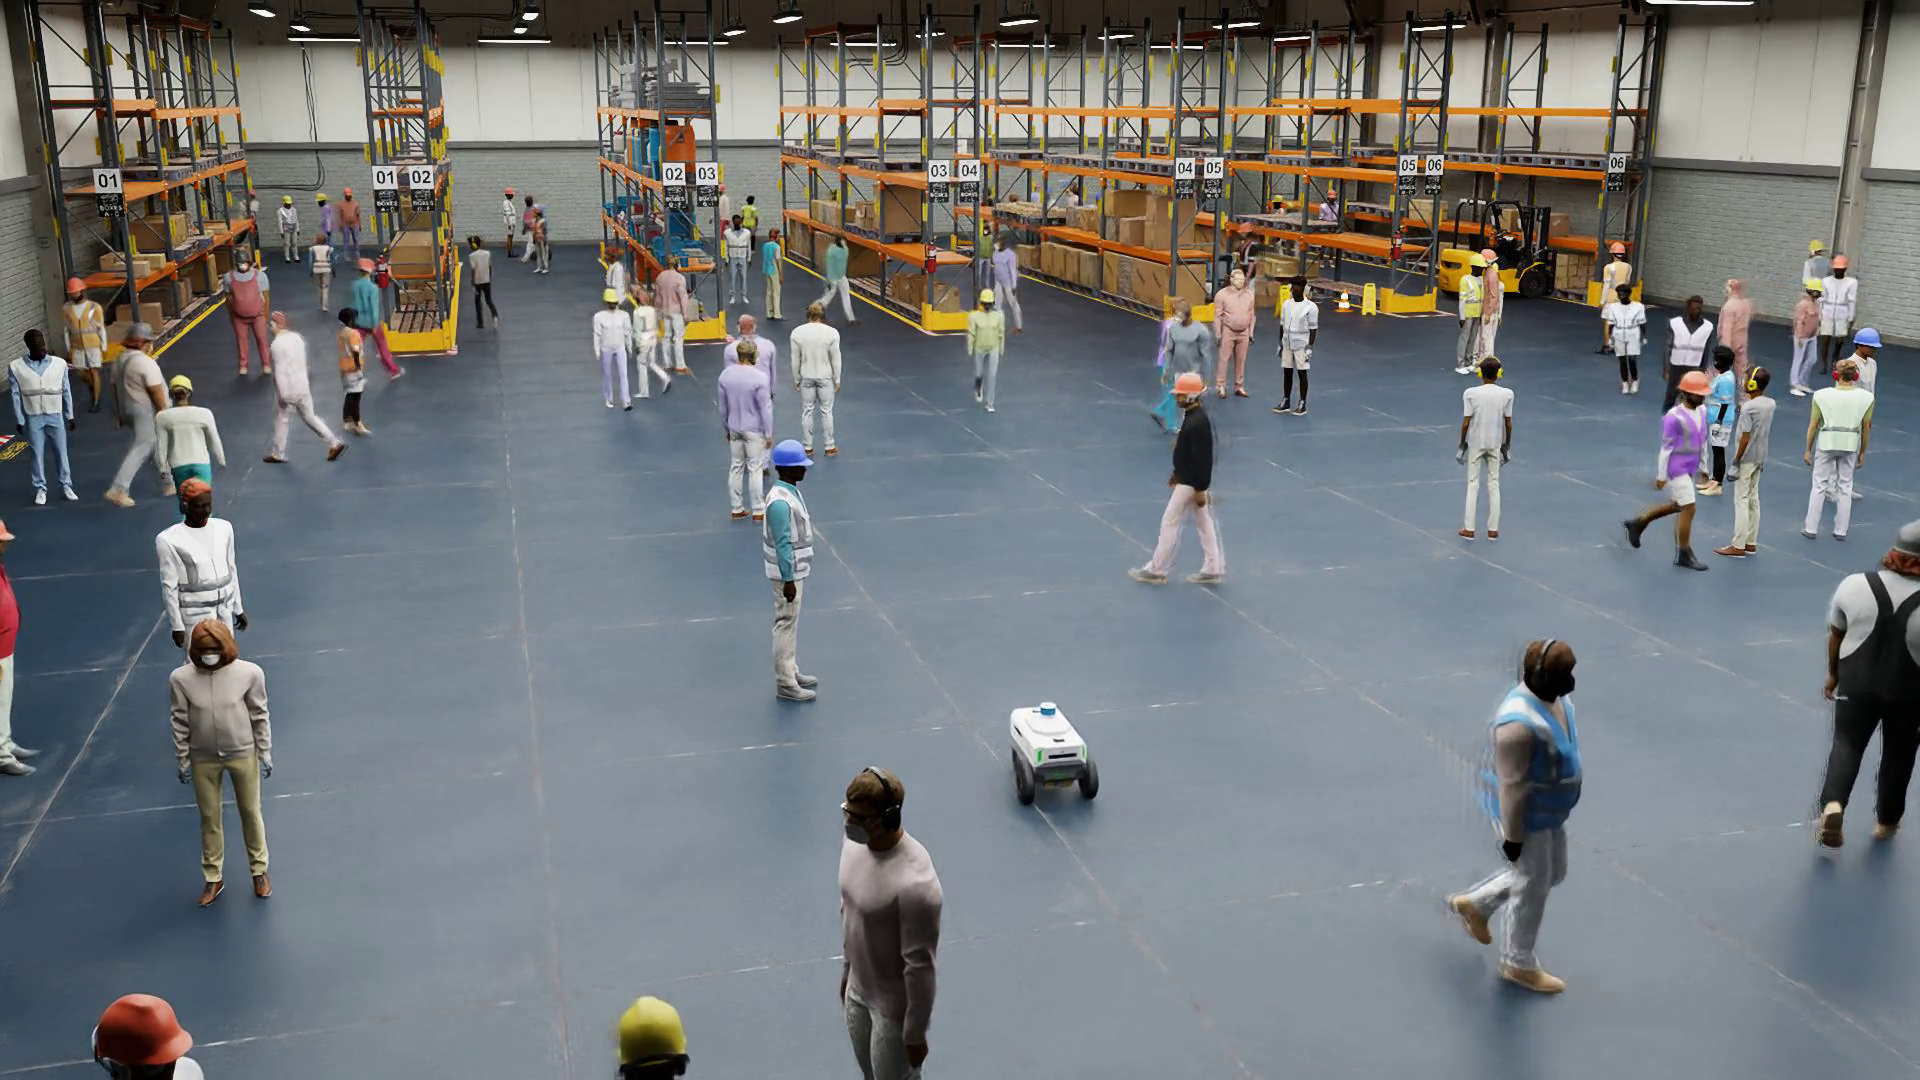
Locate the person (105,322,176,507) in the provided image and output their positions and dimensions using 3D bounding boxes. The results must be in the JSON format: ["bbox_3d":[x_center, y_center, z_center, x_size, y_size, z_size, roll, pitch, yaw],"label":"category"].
[{"bbox_3d":[-9.045,-1.422,18.288,0.696,2.000,1.003,12,19,37],"label":"person"}]

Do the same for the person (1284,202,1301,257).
[{"bbox_3d":[8.819,-8.115,44.139,0.486,1.690,0.813,0,15,1],"label":"person"}]

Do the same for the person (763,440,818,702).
[{"bbox_3d":[-1.256,0.216,12.301,0.391,1.948,0.605,0,15,-1],"label":"person"}]

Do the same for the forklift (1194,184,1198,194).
[{"bbox_3d":[7.392,-11.333,53.972,1.873,2.768,1.129,-4,15,-15],"label":"forklift"}]

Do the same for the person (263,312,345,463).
[{"bbox_3d":[-8.077,-1.846,20.249,0.933,1.861,0.690,2,15,8],"label":"person"}]

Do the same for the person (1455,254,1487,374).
[{"bbox_3d":[8.295,-3.653,26.903,0.595,1.923,0.379,-12,19,-38],"label":"person"}]

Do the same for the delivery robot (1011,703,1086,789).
[{"bbox_3d":[0.565,1.292,10.741,0.477,0.478,0.707,-3,15,-12],"label":"delivery robot"}]

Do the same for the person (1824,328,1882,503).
[{"bbox_3d":[9.822,-1.367,18.289,0.602,1.940,0.415,-10,18,-33],"label":"person"}]

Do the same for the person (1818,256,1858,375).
[{"bbox_3d":[14.061,-3.604,26.727,0.576,1.919,0.398,9,17,31],"label":"person"}]

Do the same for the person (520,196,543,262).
[{"bbox_3d":[-11.653,-8.493,45.406,0.646,1.787,0.933,12,19,38],"label":"person"}]

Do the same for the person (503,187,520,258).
[{"bbox_3d":[-12.585,-8.892,46.594,0.355,1.938,0.545,-1,15,-5],"label":"person"}]

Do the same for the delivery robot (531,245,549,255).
[{"bbox_3d":[-11.644,-8.057,45.924,0.477,0.478,0.707,-10,18,-33],"label":"delivery robot"}]

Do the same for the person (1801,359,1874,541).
[{"bbox_3d":[8.797,-0.893,16.693,0.562,1.838,0.388,4,15,16],"label":"person"}]

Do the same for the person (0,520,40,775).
[{"bbox_3d":[-6.323,0.676,10.947,0.347,1.747,0.573,-6,16,-21],"label":"person"}]

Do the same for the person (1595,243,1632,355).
[{"bbox_3d":[11.328,-4.181,28.869,0.552,1.935,0.366,-5,16,-19],"label":"person"}]

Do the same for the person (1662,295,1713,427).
[{"bbox_3d":[9.557,-2.307,21.938,0.592,1.881,0.959,4,15,13],"label":"person"}]

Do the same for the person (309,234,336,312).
[{"bbox_3d":[-13.371,-5.611,34.914,0.519,1.590,0.855,-2,15,-8],"label":"person"}]

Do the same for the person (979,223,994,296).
[{"bbox_3d":[0.548,-6.339,37.572,0.497,1.633,0.289,-6,16,-21],"label":"person"}]

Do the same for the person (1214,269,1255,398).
[{"bbox_3d":[4.089,-3.064,24.728,0.649,1.906,0.409,-4,15,-15],"label":"person"}]

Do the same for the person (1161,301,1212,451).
[{"bbox_3d":[2.900,-2.111,21.215,0.846,1.878,0.632,-12,19,-38],"label":"person"}]

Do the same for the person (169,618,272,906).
[{"bbox_3d":[-4.056,1.208,9.173,0.498,1.633,0.285,-5,16,-17],"label":"person"}]

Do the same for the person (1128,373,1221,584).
[{"bbox_3d":[1.982,-0.552,15.177,0.944,1.954,0.623,4,15,13],"label":"person"}]

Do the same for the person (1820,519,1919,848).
[{"bbox_3d":[5.432,0.846,9.755,0.688,2.000,0.809,12,19,37],"label":"person"}]

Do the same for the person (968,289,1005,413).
[{"bbox_3d":[0.373,-2.730,23.761,0.536,1.745,0.654,-1,15,-5],"label":"person"}]

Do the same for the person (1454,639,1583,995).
[{"bbox_3d":[2.810,1.343,8.299,0.536,1.823,0.639,10,18,34],"label":"person"}]

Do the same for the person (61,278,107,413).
[{"bbox_3d":[-12.378,-2.768,23.587,0.557,1.913,0.534,-2,15,-9],"label":"person"}]

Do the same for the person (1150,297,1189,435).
[{"bbox_3d":[2.812,-2.290,21.959,0.442,1.832,0.581,4,15,16],"label":"person"}]

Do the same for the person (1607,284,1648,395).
[{"bbox_3d":[9.998,-3.008,24.964,0.600,1.660,0.491,10,18,34],"label":"person"}]

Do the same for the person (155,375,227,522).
[{"bbox_3d":[-7.524,-0.737,16.292,0.581,1.734,0.559,-4,15,-16],"label":"person"}]

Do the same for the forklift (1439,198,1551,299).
[{"bbox_3d":[11.913,-6.508,37.130,2.313,2.155,1.214,-4,15,-15],"label":"forklift"}]

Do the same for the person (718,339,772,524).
[{"bbox_3d":[-2.228,-1.137,17.413,0.631,1.936,0.362,9,17,29],"label":"person"}]

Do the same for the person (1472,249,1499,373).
[{"bbox_3d":[8.527,-3.721,27.028,0.396,1.992,0.622,2,15,6],"label":"person"}]

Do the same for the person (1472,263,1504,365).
[{"bbox_3d":[8.717,-3.711,27.468,0.487,1.746,0.289,0,15,-1],"label":"person"}]

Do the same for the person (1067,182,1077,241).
[{"bbox_3d":[3.535,-10.170,51.584,0.329,1.842,0.509,-5,16,-17],"label":"person"}]

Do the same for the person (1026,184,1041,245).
[{"bbox_3d":[2.207,-9.910,50.468,0.588,1.913,0.468,-13,20,-41],"label":"person"}]

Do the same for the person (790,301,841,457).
[{"bbox_3d":[-1.772,-1.991,20.626,0.631,1.939,0.369,2,15,8],"label":"person"}]

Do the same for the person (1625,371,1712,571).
[{"bbox_3d":[6.799,-0.701,15.850,0.555,1.904,0.850,-12,19,-38],"label":"person"}]
